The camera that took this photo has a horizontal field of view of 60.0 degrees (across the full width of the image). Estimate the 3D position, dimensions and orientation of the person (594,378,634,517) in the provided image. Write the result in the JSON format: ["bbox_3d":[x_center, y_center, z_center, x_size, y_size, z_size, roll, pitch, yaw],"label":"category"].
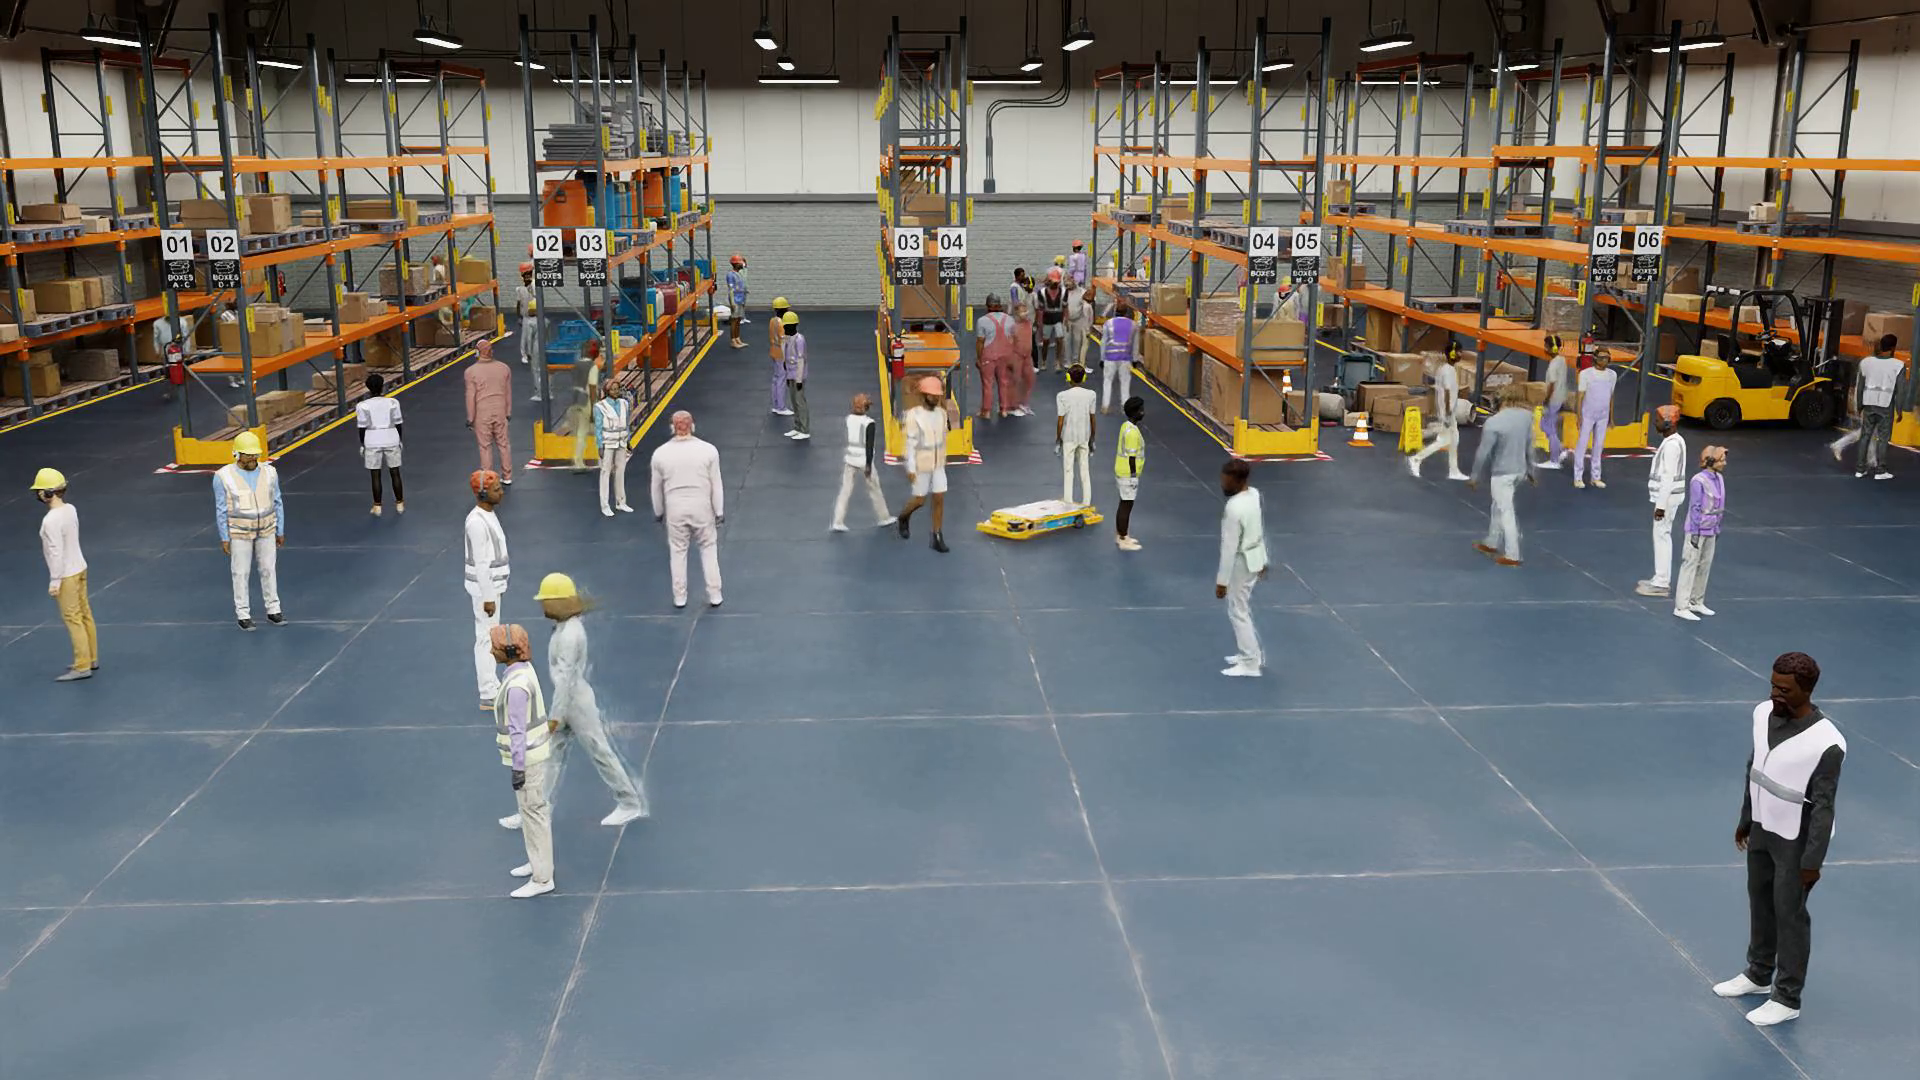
[{"bbox_3d":[-4.134,-1.116,19.851,0.310,1.642,0.514,10,17,37],"label":"person"}]

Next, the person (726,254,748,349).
[{"bbox_3d":[-4.861,-5.212,36.341,0.371,2.044,0.608,3,14,13],"label":"person"}]

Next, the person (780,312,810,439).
[{"bbox_3d":[-2.498,-2.476,25.032,0.409,1.918,0.585,-6,14,-23],"label":"person"}]

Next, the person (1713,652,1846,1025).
[{"bbox_3d":[4.127,1.472,8.317,0.397,1.911,0.588,-2,13,-9],"label":"person"}]

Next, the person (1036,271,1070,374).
[{"bbox_3d":[1.810,-4.214,32.252,0.670,1.973,1.073,0,13,-2],"label":"person"}]

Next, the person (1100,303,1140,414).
[{"bbox_3d":[2.620,-2.977,27.350,0.641,1.824,0.431,-1,13,-4],"label":"person"}]

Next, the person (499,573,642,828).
[{"bbox_3d":[-2.489,1.038,10.604,0.899,1.691,0.503,-5,14,-20],"label":"person"}]

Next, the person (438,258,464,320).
[{"bbox_3d":[-12.514,-6.122,40.900,0.765,1.719,0.496,-4,14,-15],"label":"person"}]

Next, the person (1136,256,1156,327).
[{"bbox_3d":[4.505,-5.981,40.220,0.575,1.749,0.336,-6,15,-24],"label":"person"}]

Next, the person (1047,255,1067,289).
[{"bbox_3d":[2.323,-5.919,39.848,0.622,1.800,0.490,11,17,38],"label":"person"}]

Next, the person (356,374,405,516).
[{"bbox_3d":[-6.890,-1.131,19.805,0.531,1.692,0.320,-8,15,-30],"label":"person"}]

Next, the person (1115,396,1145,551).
[{"bbox_3d":[1.848,-0.725,18.098,0.321,1.690,0.533,0,13,-1],"label":"person"}]

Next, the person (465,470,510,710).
[{"bbox_3d":[-3.670,0.385,12.975,0.356,1.883,0.573,-2,13,-10],"label":"person"}]

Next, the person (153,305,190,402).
[{"bbox_3d":[-13.617,-3.248,28.737,0.578,1.702,0.896,-4,14,-18],"label":"person"}]

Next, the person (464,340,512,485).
[{"bbox_3d":[-6.081,-1.622,21.427,0.642,1.910,0.401,-12,18,-41],"label":"person"}]

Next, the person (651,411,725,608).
[{"bbox_3d":[-2.576,-0.284,15.779,0.678,1.897,0.418,0,13,-2],"label":"person"}]

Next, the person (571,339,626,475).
[{"bbox_3d":[-4.880,-1.797,22.356,0.820,1.808,0.581,-10,17,-37],"label":"person"}]

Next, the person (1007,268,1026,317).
[{"bbox_3d":[1.161,-4.620,34.103,0.371,1.916,0.597,3,14,12],"label":"person"}]

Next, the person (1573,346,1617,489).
[{"bbox_3d":[8.163,-1.576,21.362,0.504,1.847,0.345,-2,13,-7],"label":"person"}]

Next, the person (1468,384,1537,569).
[{"bbox_3d":[5.666,-0.694,17.513,0.692,1.898,0.900,-8,16,-31],"label":"person"}]

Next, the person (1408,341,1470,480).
[{"bbox_3d":[6.366,-1.693,21.899,0.758,1.843,0.536,5,14,19],"label":"person"}]

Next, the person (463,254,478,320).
[{"bbox_3d":[-12.176,-6.198,41.179,0.525,1.741,0.744,3,14,14],"label":"person"}]

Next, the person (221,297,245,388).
[{"bbox_3d":[-13.289,-3.625,30.483,0.306,1.639,0.524,4,14,16],"label":"person"}]

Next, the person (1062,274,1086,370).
[{"bbox_3d":[2.213,-4.299,32.878,0.632,1.861,0.780,2,13,6],"label":"person"}]

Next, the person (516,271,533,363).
[{"bbox_3d":[-8.782,-4.550,33.907,0.520,1.874,0.332,-10,17,-37],"label":"person"}]

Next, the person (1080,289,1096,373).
[{"bbox_3d":[2.492,-4.077,32.438,0.288,1.628,0.497,2,13,7],"label":"person"}]

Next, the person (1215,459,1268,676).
[{"bbox_3d":[2.310,0.238,13.628,0.389,1.866,0.682,5,14,21],"label":"person"}]

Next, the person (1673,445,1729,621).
[{"bbox_3d":[6.909,-0.073,15.464,0.521,1.632,0.313,-11,17,-38],"label":"person"}]

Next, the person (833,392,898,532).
[{"bbox_3d":[-1.122,-0.892,19.005,0.876,1.585,0.526,-12,18,-42],"label":"person"}]

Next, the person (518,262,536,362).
[{"bbox_3d":[-8.788,-4.652,33.991,0.391,2.034,0.605,-8,15,-30],"label":"person"}]

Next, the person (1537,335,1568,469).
[{"bbox_3d":[8.043,-1.867,22.591,0.404,1.845,0.558,8,16,32],"label":"person"}]

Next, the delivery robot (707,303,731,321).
[{"bbox_3d":[-5.862,-5.599,40.969,0.707,0.478,0.477,-8,16,-32],"label":"delivery robot"}]

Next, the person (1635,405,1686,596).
[{"bbox_3d":[6.891,-0.391,16.279,0.364,1.879,0.584,6,15,24],"label":"person"}]

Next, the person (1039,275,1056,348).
[{"bbox_3d":[1.998,-4.999,36.403,0.508,1.583,0.852,-10,17,-36],"label":"person"}]

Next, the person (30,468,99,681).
[{"bbox_3d":[-7.365,0.282,13.661,0.331,1.768,0.526,-2,13,-9],"label":"person"}]

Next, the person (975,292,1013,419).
[{"bbox_3d":[0.516,-2.996,26.960,0.682,2.000,0.537,-8,15,-29],"label":"person"}]

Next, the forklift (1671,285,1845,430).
[{"bbox_3d":[12.503,-2.886,26.166,2.313,2.155,1.214,-1,13,-3],"label":"forklift"}]

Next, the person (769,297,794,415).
[{"bbox_3d":[-2.927,-3.016,27.281,0.367,1.927,0.594,-6,14,-23],"label":"person"}]

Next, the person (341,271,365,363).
[{"bbox_3d":[-12.402,-4.558,33.832,0.543,1.928,0.401,-10,17,-36],"label":"person"}]

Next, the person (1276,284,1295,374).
[{"bbox_3d":[6.219,-4.048,32.027,0.327,1.753,0.561,8,16,31],"label":"person"}]

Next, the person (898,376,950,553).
[{"bbox_3d":[-0.375,-0.843,18.101,0.556,1.923,0.724,-9,16,-34],"label":"person"}]

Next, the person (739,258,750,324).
[{"bbox_3d":[-5.446,-6.234,41.550,0.277,1.633,0.507,7,15,26],"label":"person"}]

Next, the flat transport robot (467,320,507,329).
[{"bbox_3d":[-11.655,-5.153,39.891,1.431,0.197,0.652,-5,14,-22],"label":"flat transport robot"}]

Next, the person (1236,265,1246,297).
[{"bbox_3d":[7.299,-6.721,43.330,0.313,1.768,0.527,2,13,8],"label":"person"}]

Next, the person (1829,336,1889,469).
[{"bbox_3d":[12.365,-1.877,22.682,0.655,1.825,0.518,11,17,40],"label":"person"}]

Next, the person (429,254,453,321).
[{"bbox_3d":[-12.400,-5.954,39.966,0.608,1.815,0.631,0,13,-1],"label":"person"}]

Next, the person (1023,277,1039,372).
[{"bbox_3d":[1.360,-4.185,32.374,0.311,1.865,0.532,-5,14,-19],"label":"person"}]

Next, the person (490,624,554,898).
[{"bbox_3d":[-2.561,1.275,9.751,0.318,1.630,0.513,-3,14,-13],"label":"person"}]

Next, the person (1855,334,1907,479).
[{"bbox_3d":[12.161,-1.762,21.992,0.384,1.918,0.596,-10,17,-38],"label":"person"}]

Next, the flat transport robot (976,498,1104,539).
[{"bbox_3d":[0.932,-0.259,19.154,1.431,0.197,0.652,-12,18,-41],"label":"flat transport robot"}]

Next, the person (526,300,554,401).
[{"bbox_3d":[-7.310,-3.294,28.863,0.315,1.743,0.490,11,17,38],"label":"person"}]

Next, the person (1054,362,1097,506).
[{"bbox_3d":[1.351,-1.149,19.502,0.512,1.872,0.328,-4,14,-16],"label":"person"}]

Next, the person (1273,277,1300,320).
[{"bbox_3d":[6.677,-4.509,34.020,0.550,1.717,0.901,2,13,7],"label":"person"}]

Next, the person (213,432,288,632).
[{"bbox_3d":[-6.422,-0.084,15.101,0.591,1.824,0.403,-12,18,-41],"label":"person"}]

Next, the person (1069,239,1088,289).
[{"bbox_3d":[2.956,-6.602,42.231,0.382,2.041,0.616,13,18,43],"label":"person"}]

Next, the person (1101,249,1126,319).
[{"bbox_3d":[3.808,-6.194,40.796,0.570,1.901,0.616,-6,15,-24],"label":"person"}]

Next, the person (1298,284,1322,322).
[{"bbox_3d":[7.470,-4.912,35.736,0.573,1.723,0.718,7,15,28],"label":"person"}]

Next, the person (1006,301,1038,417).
[{"bbox_3d":[1.003,-2.933,27.032,0.657,1.882,0.504,-12,18,-40],"label":"person"}]
